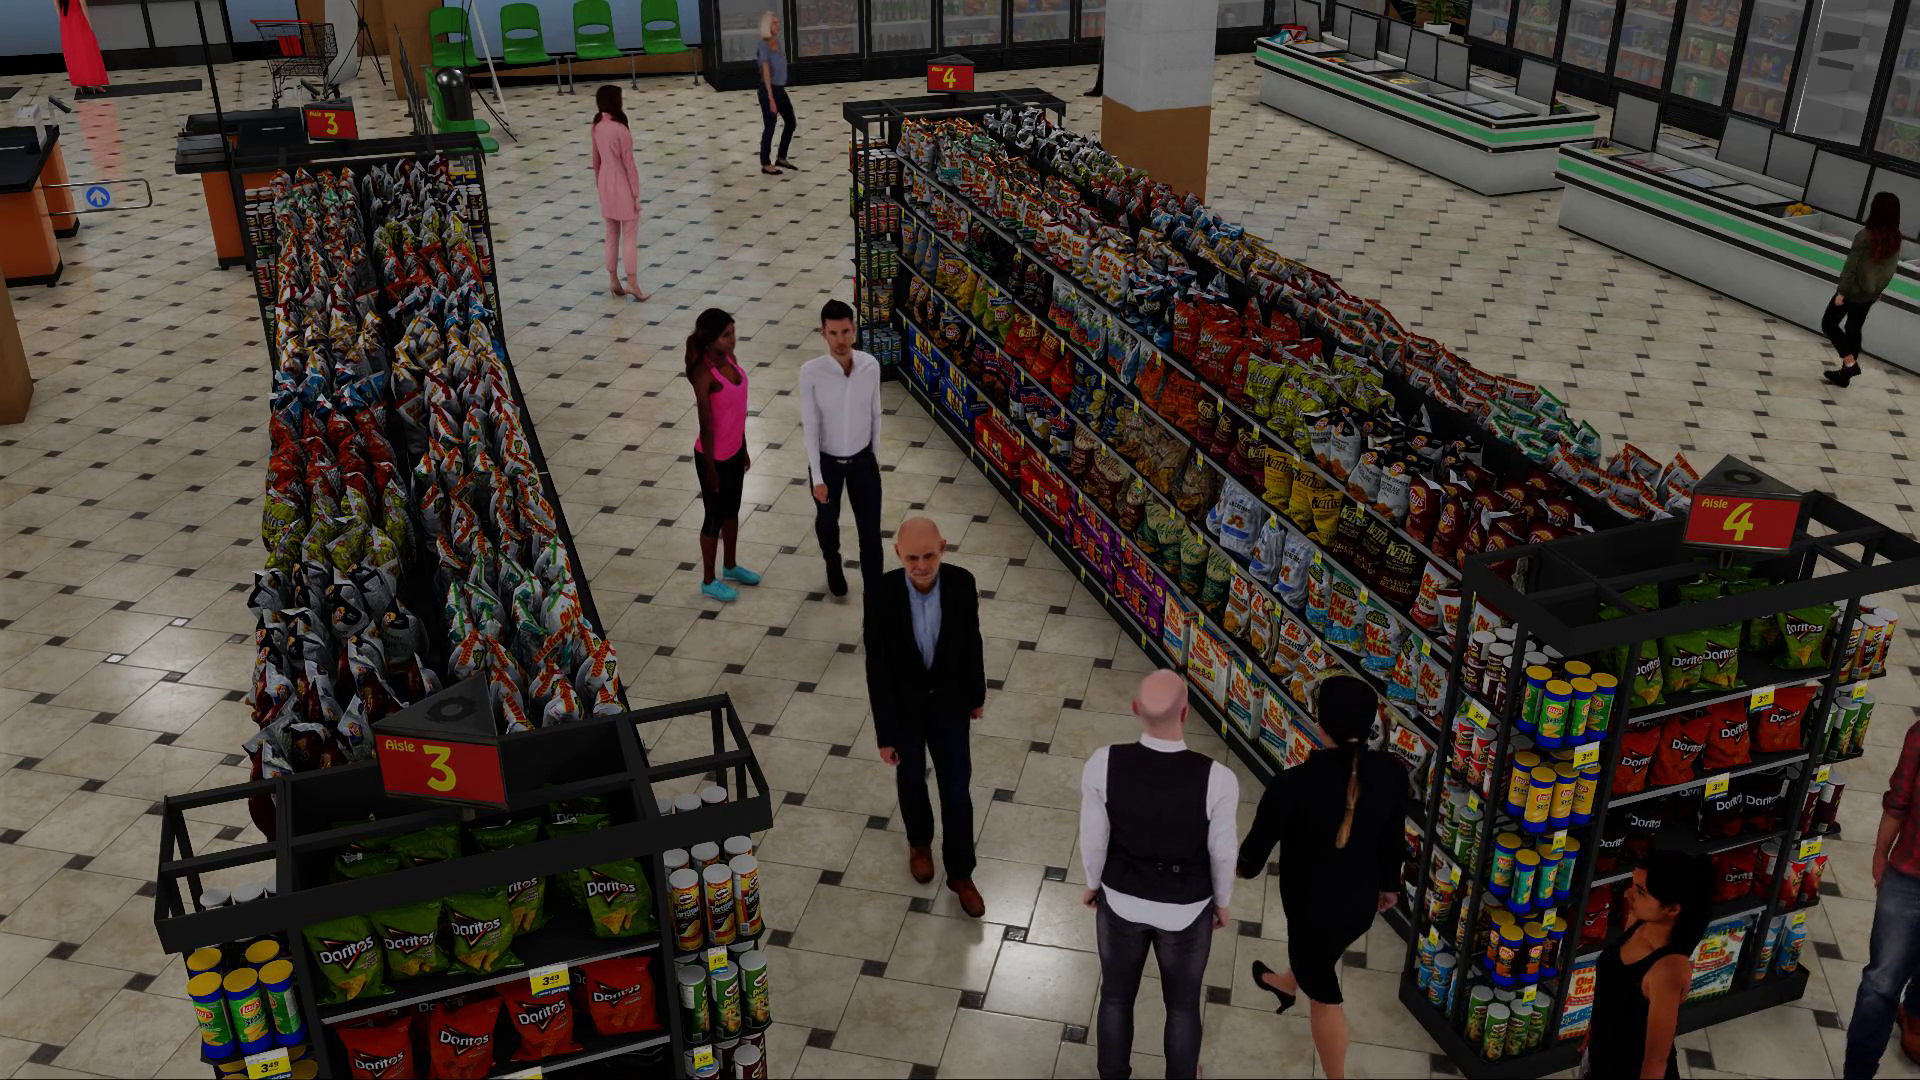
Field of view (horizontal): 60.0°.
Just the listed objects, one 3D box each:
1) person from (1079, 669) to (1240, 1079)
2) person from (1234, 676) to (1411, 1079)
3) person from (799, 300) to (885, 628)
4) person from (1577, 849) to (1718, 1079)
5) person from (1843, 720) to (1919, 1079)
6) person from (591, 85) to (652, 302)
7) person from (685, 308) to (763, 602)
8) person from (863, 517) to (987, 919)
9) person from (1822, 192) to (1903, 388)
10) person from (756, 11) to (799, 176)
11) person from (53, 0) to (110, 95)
[{"bbox_3d":[0.670,1.258,5.754,0.785,1.825,0.793,6,27,11],"label":"person"},{"bbox_3d":[1.315,1.323,5.843,0.707,1.630,1.031,-11,29,-20],"label":"person"},{"bbox_3d":[-0.676,-0.449,9.133,0.687,1.815,1.242,-7,28,-13],"label":"person"},{"bbox_3d":[2.147,1.653,5.161,0.773,1.657,0.686,4,27,8],"label":"person"},{"bbox_3d":[3.544,1.178,5.953,1.179,1.787,1.174,14,30,26],"label":"person"},{"bbox_3d":[-2.883,-2.908,13.997,0.651,1.800,0.749,17,32,30],"label":"person"},{"bbox_3d":[-1.348,-0.488,9.311,0.703,1.723,0.640,11,29,20],"label":"person"},{"bbox_3d":[-0.167,0.654,7.001,0.776,1.775,0.907,-5,27,-10],"label":"person"},{"bbox_3d":[6.637,-1.795,12.171,0.593,1.466,0.593,-9,28,-17],"label":"person"},{"bbox_3d":[-2.076,-4.758,17.745,0.786,1.710,0.719,9,28,18],"label":"person"},{"bbox_3d":[-11.394,-6.628,21.413,0.704,1.727,0.717,3,27,7],"label":"person"}]
